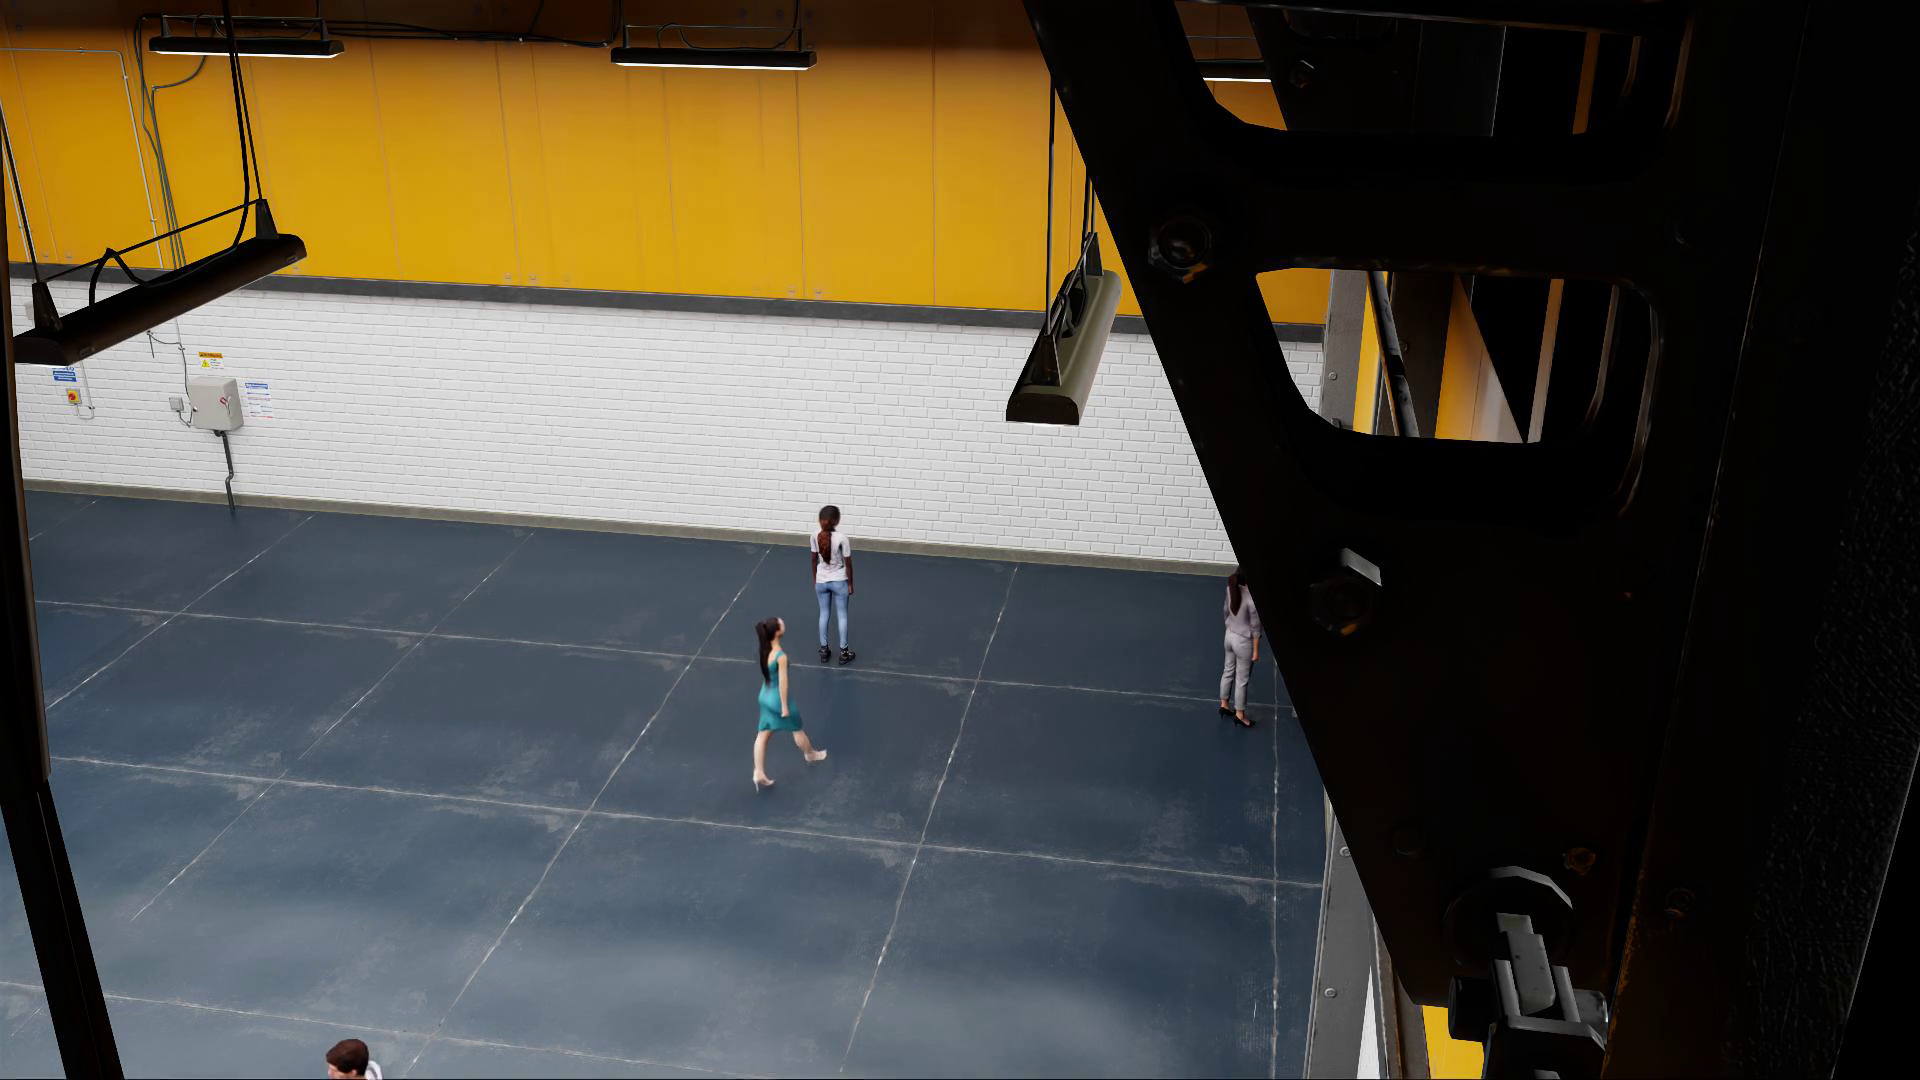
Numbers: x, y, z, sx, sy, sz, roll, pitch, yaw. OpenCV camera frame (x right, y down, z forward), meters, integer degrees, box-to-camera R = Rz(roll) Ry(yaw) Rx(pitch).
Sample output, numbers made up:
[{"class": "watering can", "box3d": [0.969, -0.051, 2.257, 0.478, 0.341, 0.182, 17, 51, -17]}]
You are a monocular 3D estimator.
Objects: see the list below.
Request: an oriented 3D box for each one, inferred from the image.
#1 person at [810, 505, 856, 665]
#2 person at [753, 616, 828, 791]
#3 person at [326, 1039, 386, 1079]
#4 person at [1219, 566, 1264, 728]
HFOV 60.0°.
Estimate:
[{"class": "person", "box3d": [-1.310, 0.445, 17.056, 0.605, 1.721, 0.545, 7, 24, 15]}, {"class": "person", "box3d": [-1.704, 1.477, 14.788, 1.072, 1.647, 0.961, -20, 30, -37]}, {"class": "person", "box3d": [-3.304, 3.608, 9.677, 0.895, 1.836, 0.828, -10, 25, -21]}, {"class": "person", "box3d": [2.673, 0.987, 15.870, 0.783, 1.677, 0.709, -13, 27, -27]}]
